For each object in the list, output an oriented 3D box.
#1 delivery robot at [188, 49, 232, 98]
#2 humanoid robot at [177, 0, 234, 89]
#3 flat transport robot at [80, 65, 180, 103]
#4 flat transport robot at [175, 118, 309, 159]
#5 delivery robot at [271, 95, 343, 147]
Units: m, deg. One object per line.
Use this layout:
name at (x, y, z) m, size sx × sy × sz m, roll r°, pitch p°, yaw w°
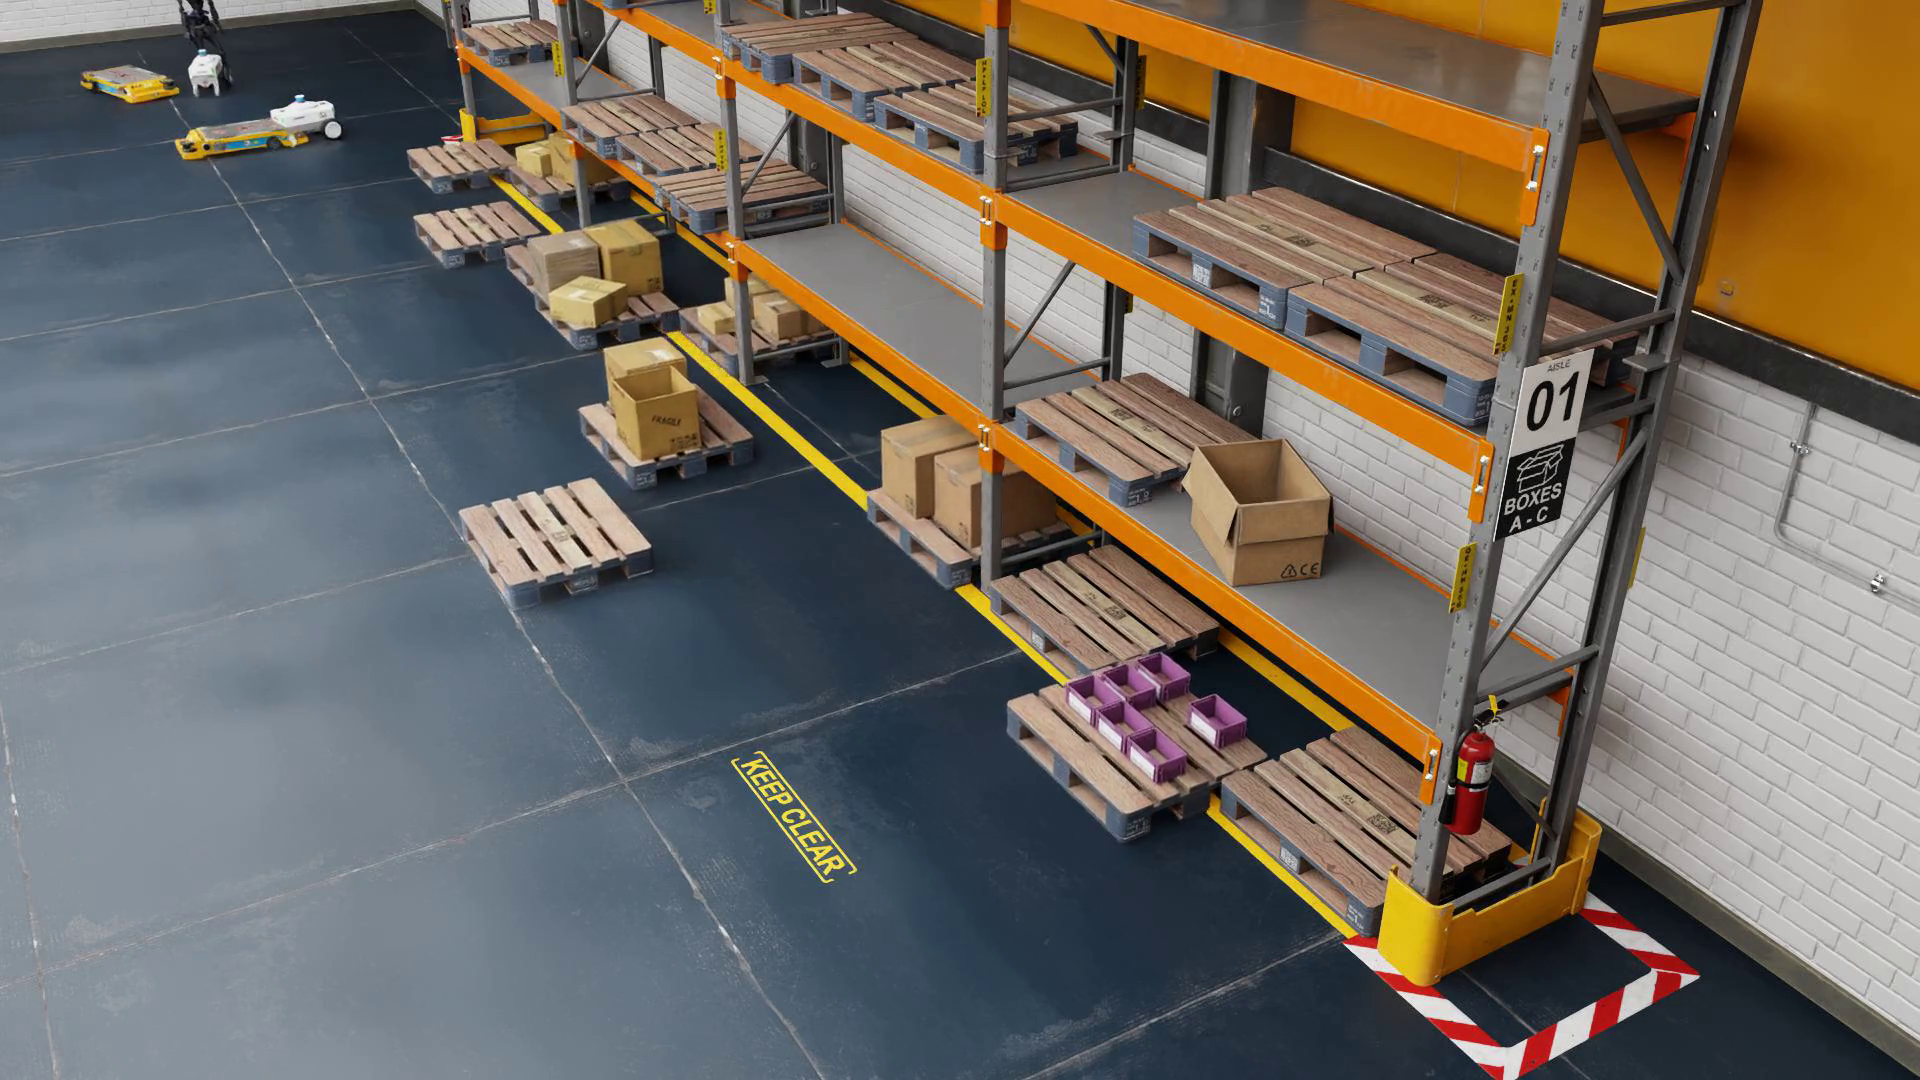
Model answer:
delivery robot at (-10.203, -6.351, 22.531) m, size 0.499 × 0.572 × 0.747 m, roll -7°, pitch 30°, yaw -12°
humanoid robot at (-10.247, -6.945, 22.454) m, size 0.316 × 1.648 × 0.611 m, roll 15°, pitch 33°, yaw 24°
flat transport robot at (-11.272, -6.185, 22.552) m, size 1.431 × 0.231 × 0.659 m, roll 22°, pitch 36°, yaw 33°
flat transport robot at (-8.768, -4.905, 20.292) m, size 1.431 × 0.231 × 0.659 m, roll -16°, pitch 33°, yaw -26°
delivery robot at (-8.053, -5.177, 20.457) m, size 0.742 × 0.570 × 0.499 m, roll -25°, pitch 38°, yaw -37°
